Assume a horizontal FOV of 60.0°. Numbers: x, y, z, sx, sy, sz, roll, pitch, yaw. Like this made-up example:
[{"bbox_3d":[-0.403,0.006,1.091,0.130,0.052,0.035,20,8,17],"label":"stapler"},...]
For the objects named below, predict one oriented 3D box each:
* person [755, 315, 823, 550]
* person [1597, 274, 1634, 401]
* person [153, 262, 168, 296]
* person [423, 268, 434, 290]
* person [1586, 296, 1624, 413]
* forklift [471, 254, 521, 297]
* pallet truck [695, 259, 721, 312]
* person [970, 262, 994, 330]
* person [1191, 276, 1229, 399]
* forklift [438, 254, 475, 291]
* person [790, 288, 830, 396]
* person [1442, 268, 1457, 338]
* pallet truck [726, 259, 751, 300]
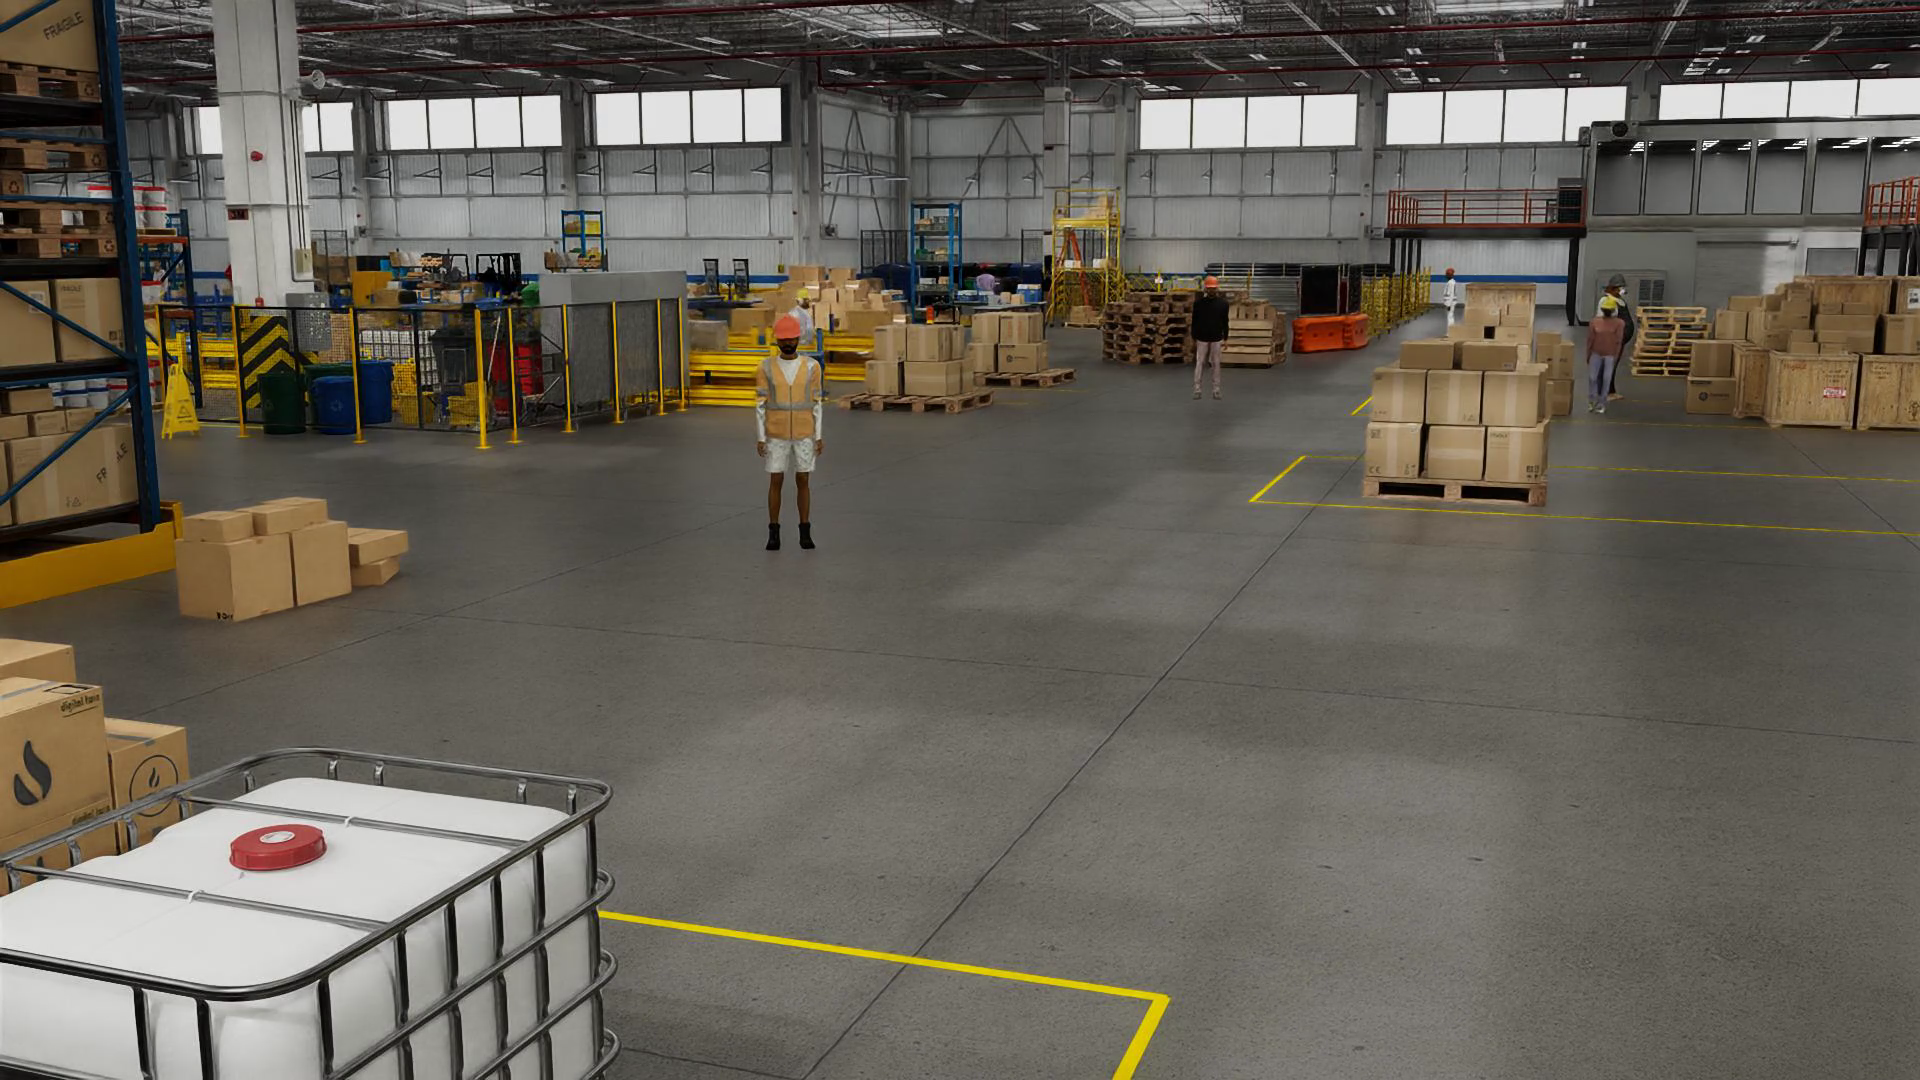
[{"bbox_3d":[-1.396,-0.877,13.665,0.553,1.935,0.363,-2,10,-10],"label":"person"},{"bbox_3d":[10.548,-3.254,26.764,0.539,2.000,0.689,8,13,39],"label":"person"},{"bbox_3d":[-27.645,-8.640,57.470,0.638,1.909,0.407,6,12,30],"label":"person"},{"bbox_3d":[-19.414,-9.193,60.791,0.404,1.833,0.591,-7,12,-33],"label":"person"},{"bbox_3d":[9.576,-2.748,24.731,0.522,1.744,0.444,6,12,32],"label":"person"},{"bbox_3d":[-17.990,-10.121,64.684,1.157,1.987,2.680,3,11,17],"label":"forklift"},{"bbox_3d":[-9.165,-9.627,62.776,0.823,1.965,1.885,4,11,23],"label":"pallet truck"},{"bbox_3d":[0.656,-6.921,47.533,0.633,1.994,1.000,-6,12,-32],"label":"person"},{"bbox_3d":[4.051,-3.273,26.998,0.611,1.995,0.375,1,10,4],"label":"person"},{"bbox_3d":[-20.133,-10.254,65.465,1.157,1.987,2.680,3,11,19],"label":"forklift"},{"bbox_3d":[-2.656,-3.286,27.630,0.919,1.794,0.599,4,11,19],"label":"person"},{"bbox_3d":[12.927,-6.215,43.889,0.357,1.881,0.574,3,11,17],"label":"person"},{"bbox_3d":[-7.986,-9.493,62.019,0.823,1.965,1.885,3,11,17],"label":"pallet truck"}]
